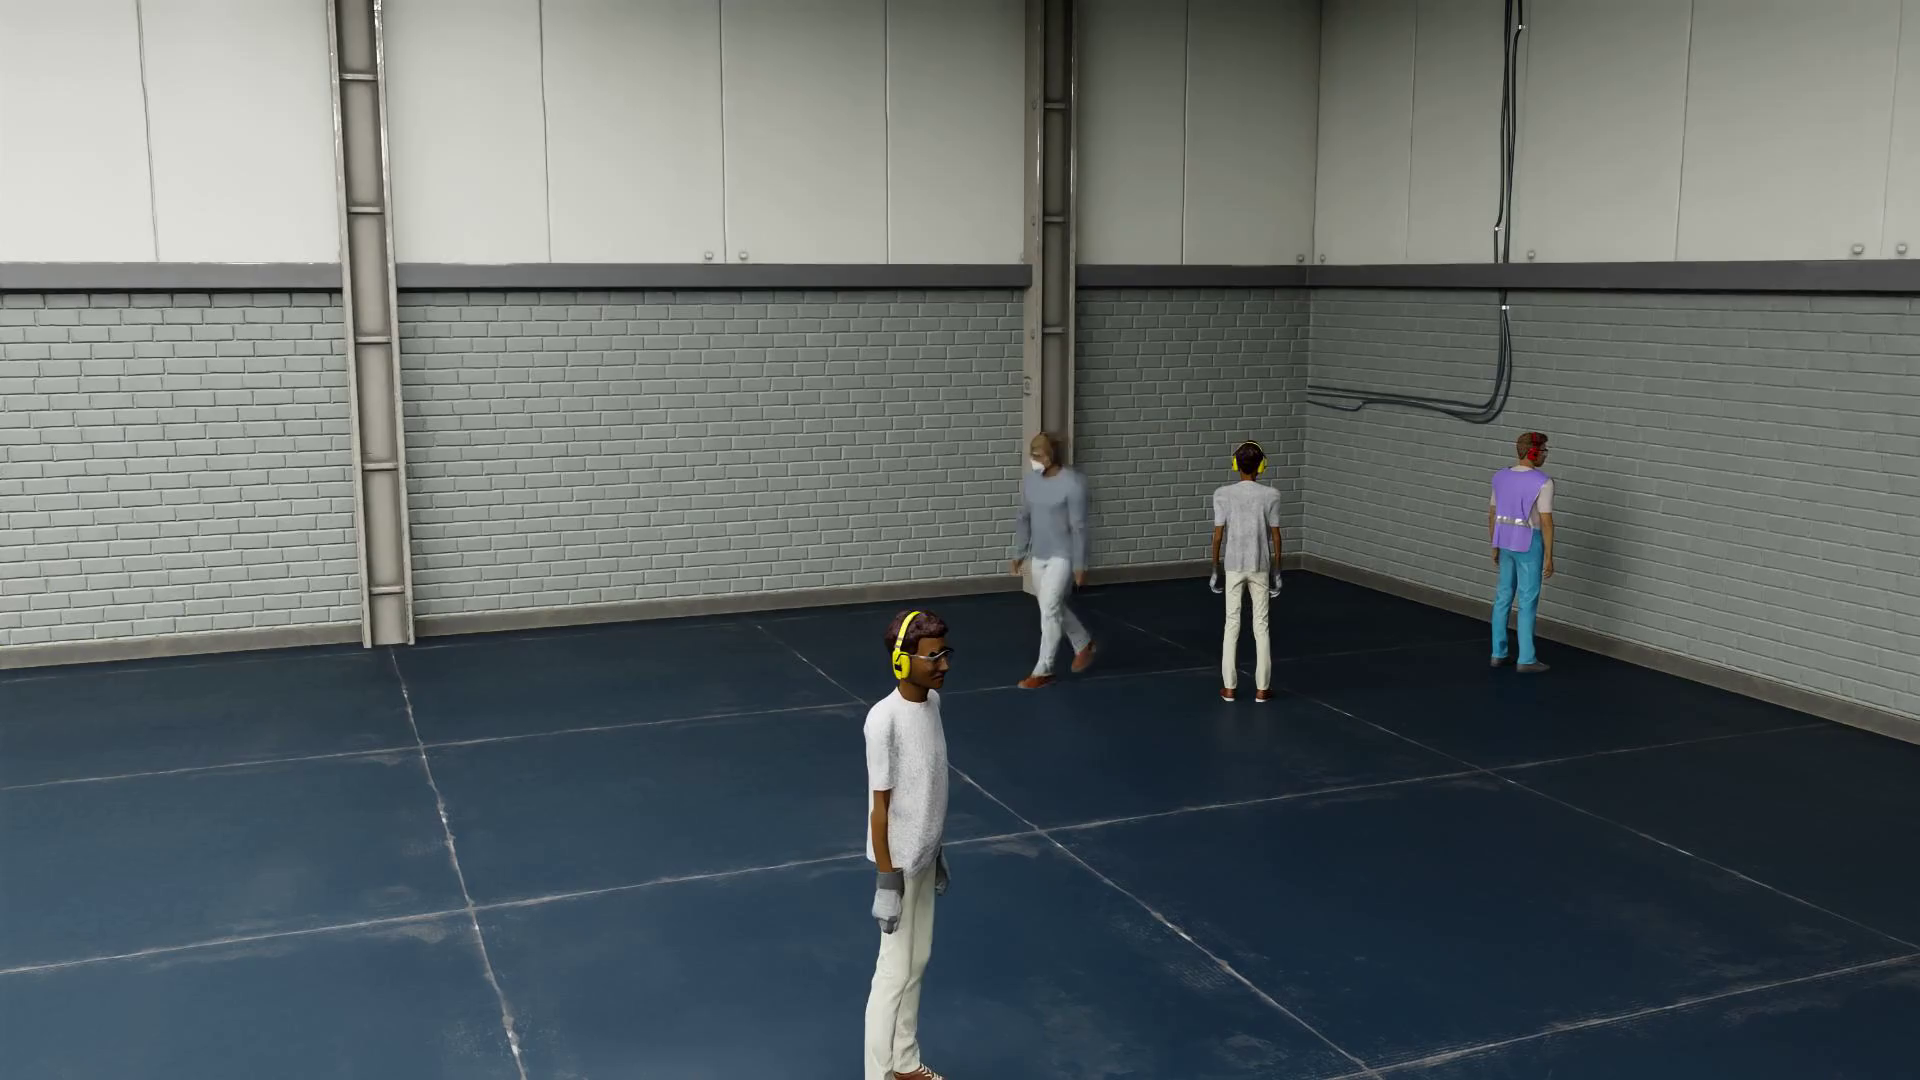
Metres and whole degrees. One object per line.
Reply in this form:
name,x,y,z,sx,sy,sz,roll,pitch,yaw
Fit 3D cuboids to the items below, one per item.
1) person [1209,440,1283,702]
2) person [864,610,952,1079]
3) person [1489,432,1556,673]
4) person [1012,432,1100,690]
person,2.039,0.224,11.843,0.517,1.873,0.328,2,9,13
person,-0.171,1.162,5.959,0.309,1.868,0.535,3,10,21
person,4.294,0.093,12.754,0.373,1.840,0.569,-5,10,-30
person,0.764,0.130,12.360,0.821,1.908,0.651,-7,11,-36
